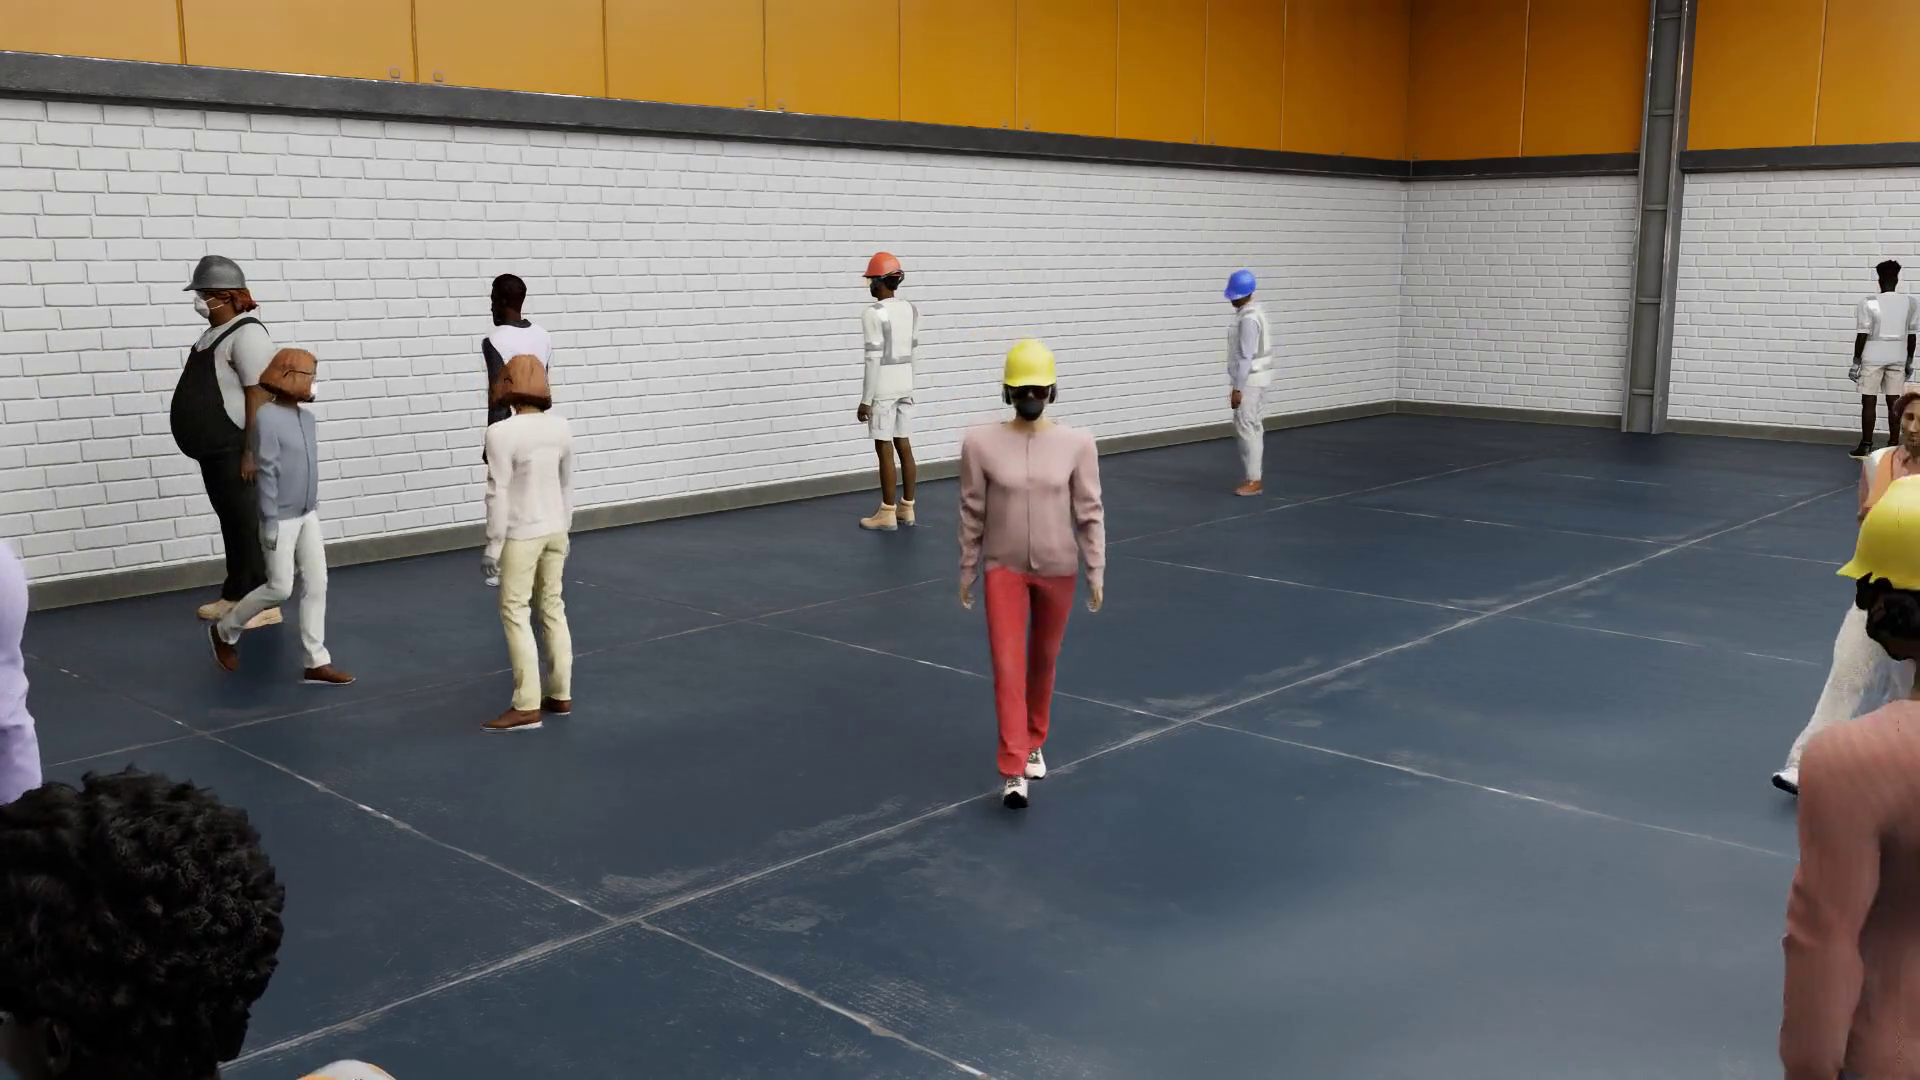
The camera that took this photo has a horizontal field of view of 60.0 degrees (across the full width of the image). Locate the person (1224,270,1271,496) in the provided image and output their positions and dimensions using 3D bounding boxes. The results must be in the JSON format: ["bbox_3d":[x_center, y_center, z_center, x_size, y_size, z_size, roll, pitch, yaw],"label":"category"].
[{"bbox_3d":[2.436,-1.335,14.126,0.397,1.900,0.746,2,10,12],"label":"person"}]

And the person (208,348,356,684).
[{"bbox_3d":[-3.247,-0.107,7.891,0.647,1.609,0.522,2,10,9],"label":"person"}]

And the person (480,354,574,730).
[{"bbox_3d":[-1.910,0.009,7.276,0.315,1.610,0.609,5,11,27],"label":"person"}]

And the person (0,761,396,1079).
[{"bbox_3d":[-0.589,1.008,1.352,0.321,1.691,0.531,3,10,17],"label":"person"}]

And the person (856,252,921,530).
[{"bbox_3d":[-0.548,-1.092,12.288,0.377,2.045,0.605,7,12,34],"label":"person"}]

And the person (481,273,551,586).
[{"bbox_3d":[-2.717,-0.670,10.246,0.389,1.919,0.592,3,10,17],"label":"person"}]

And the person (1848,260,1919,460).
[{"bbox_3d":[9.042,-1.757,16.315,0.613,1.955,0.378,0,10,1],"label":"person"}]

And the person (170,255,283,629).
[{"bbox_3d":[-4.027,-0.535,9.128,0.533,2.000,0.682,-9,13,-41],"label":"person"}]

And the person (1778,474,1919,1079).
[{"bbox_3d":[1.487,0.781,2.468,0.533,1.743,0.655,-2,10,-11],"label":"person"}]

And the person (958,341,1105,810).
[{"bbox_3d":[0.273,0.130,6.219,0.547,1.717,0.877,-1,10,-3],"label":"person"}]

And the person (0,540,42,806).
[{"bbox_3d":[-1.818,0.641,2.720,0.352,1.937,0.635,9,13,42],"label":"person"}]

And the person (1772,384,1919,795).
[{"bbox_3d":[3.472,0.216,6.123,0.845,1.587,0.513,-5,11,-28],"label":"person"}]

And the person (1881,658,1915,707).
[{"bbox_3d":[2.108,0.572,3.395,0.633,1.841,0.429,-2,10,-13],"label":"person"}]
